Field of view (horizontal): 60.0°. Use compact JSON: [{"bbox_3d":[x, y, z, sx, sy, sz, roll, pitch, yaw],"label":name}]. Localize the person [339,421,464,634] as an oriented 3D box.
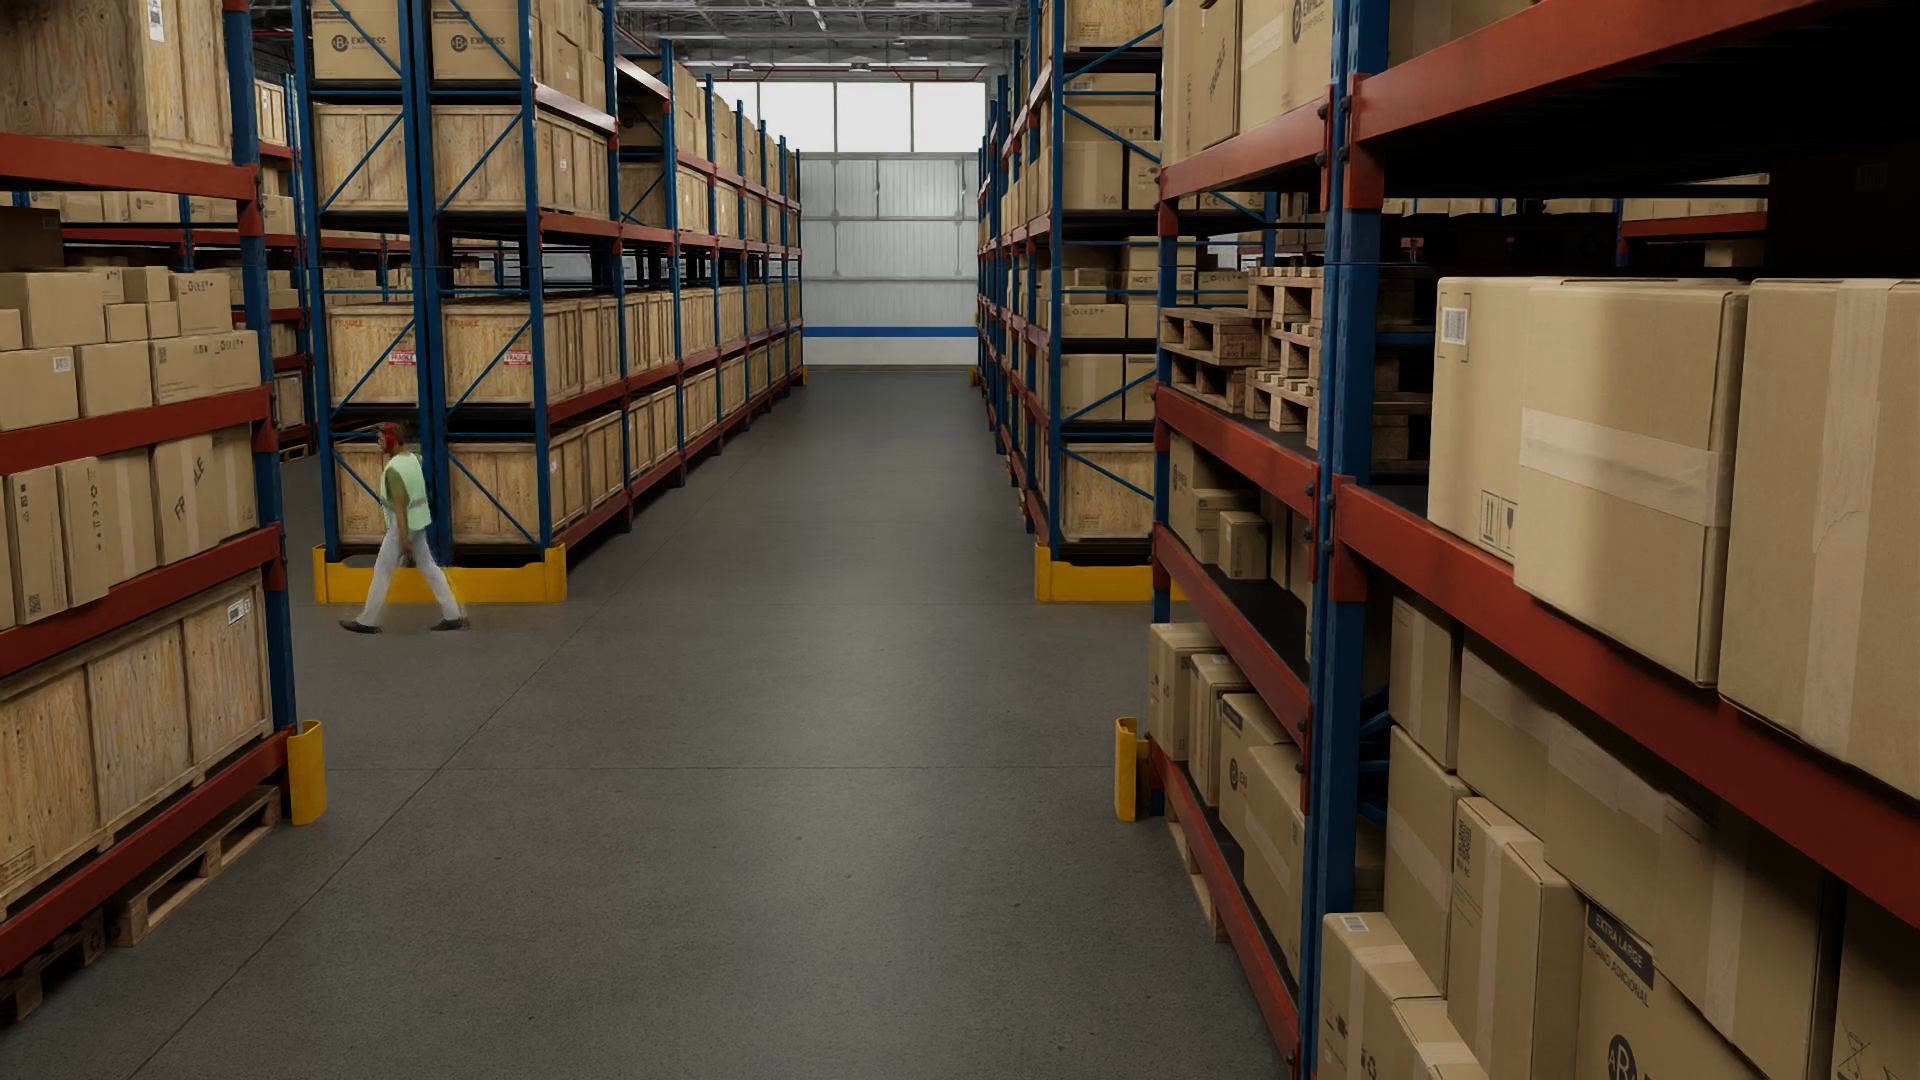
[{"bbox_3d":[-4.637,-0.098,13.802,1.015,1.790,0.570,0,9,2],"label":"person"}]
